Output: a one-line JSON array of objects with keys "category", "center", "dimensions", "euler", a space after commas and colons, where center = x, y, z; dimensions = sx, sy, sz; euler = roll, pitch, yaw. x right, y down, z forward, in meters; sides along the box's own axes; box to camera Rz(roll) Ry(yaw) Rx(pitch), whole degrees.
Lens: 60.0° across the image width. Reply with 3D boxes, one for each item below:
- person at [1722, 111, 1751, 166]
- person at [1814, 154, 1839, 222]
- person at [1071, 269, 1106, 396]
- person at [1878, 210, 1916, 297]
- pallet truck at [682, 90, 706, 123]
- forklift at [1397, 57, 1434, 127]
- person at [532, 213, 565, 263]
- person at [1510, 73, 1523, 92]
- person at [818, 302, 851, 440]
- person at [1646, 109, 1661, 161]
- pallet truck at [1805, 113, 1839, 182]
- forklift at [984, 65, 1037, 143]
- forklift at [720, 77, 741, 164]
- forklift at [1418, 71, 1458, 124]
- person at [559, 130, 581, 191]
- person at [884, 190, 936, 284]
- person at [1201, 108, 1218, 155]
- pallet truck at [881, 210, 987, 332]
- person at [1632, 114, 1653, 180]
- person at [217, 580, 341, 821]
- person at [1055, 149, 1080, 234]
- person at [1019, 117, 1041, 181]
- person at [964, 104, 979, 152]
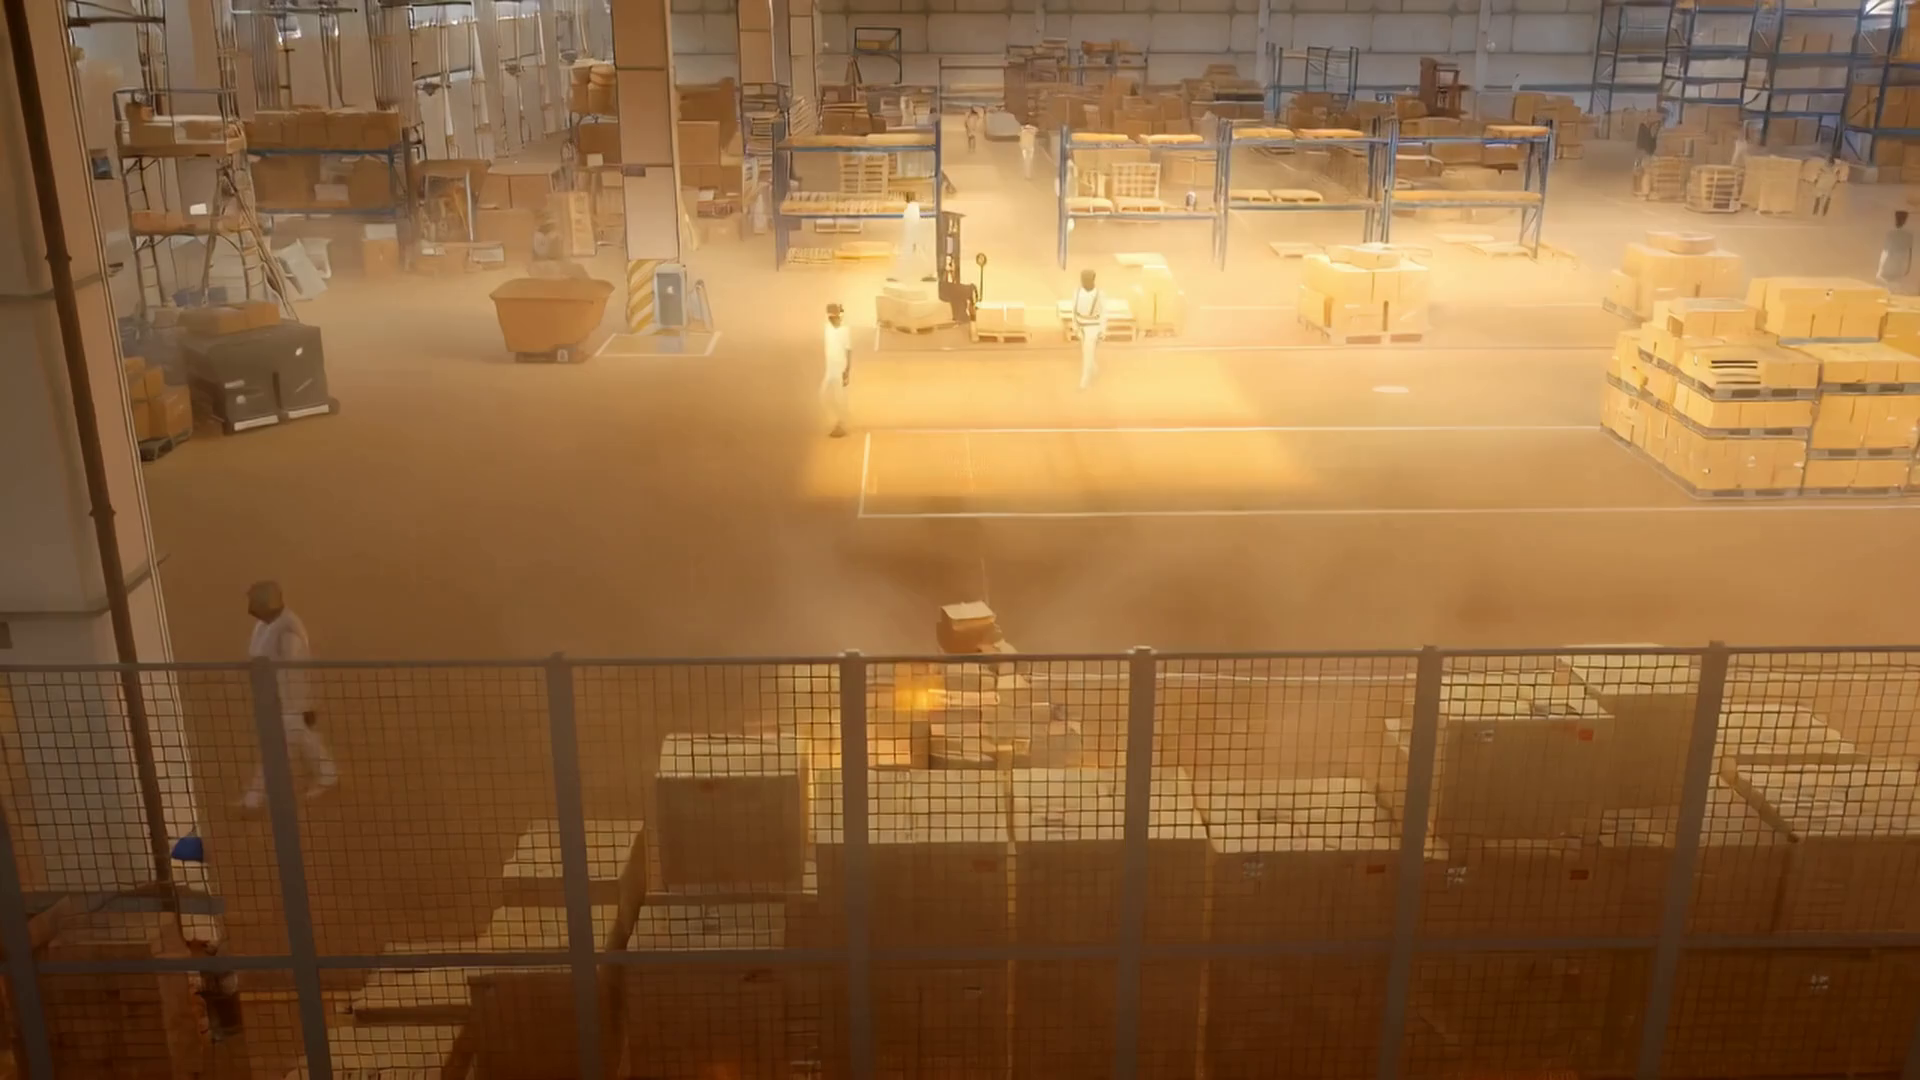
[{"category": "person", "center": [25.688, -13.201, 54.722], "dimensions": [0.976, 1.796, 0.627], "euler": [0, 19, -1]}, {"category": "person", "center": [22.073, -8.994, 42.419], "dimensions": [0.541, 1.676, 0.614], "euler": [9, 21, 25]}, {"category": "person", "center": [1.937, -3.131, 24.767], "dimensions": [0.584, 1.858, 0.899], "euler": [15, 24, 37]}, {"category": "person", "center": [16.954, -5.012, 30.179], "dimensions": [0.633, 1.942, 0.436], "euler": [-5, 19, -15]}, {"category": "pallet truck", "center": [-9.671, -15.907, 62.421], "dimensions": [0.823, 1.965, 1.885], "euler": [5, 19, 15]}, {"category": "forklift", "center": [19.193, -18.499, 68.751], "dimensions": [1.873, 2.768, 1.129], "euler": [-1, 19, -1]}, {"category": "person", "center": [-7.489, -4.935, 30.037], "dimensions": [0.591, 1.882, 0.885], "euler": [8, 20, 22]}, {"category": "person", "center": [24.833, -19.890, 74.331], "dimensions": [0.542, 1.938, 0.357], "euler": [8, 20, 23]}, {"category": "person", "center": [-1.666, -2.240, 22.093], "dimensions": [0.565, 1.855, 0.383], "euler": [17, 25, 42]}, {"category": "person", "center": [22.521, -13.050, 54.083], "dimensions": [0.391, 1.912, 0.589], "euler": [-4, 19, -12]}, {"category": "pallet truck", "center": [26.403, -11.957, 50.702], "dimensions": [0.823, 1.965, 1.885], "euler": [6, 19, 16]}, {"category": "forklift", "center": [1.948, -16.471, 62.733], "dimensions": [1.873, 2.768, 1.129], "euler": [-7, 20, -19]}, {"category": "forklift", "center": [-7.576, -13.878, 55.042], "dimensions": [1.873, 2.768, 1.129], "euler": [-1, 19, -1]}, {"category": "forklift", "center": [17.058, -15.224, 59.034], "dimensions": [1.129, 2.768, 1.873], "euler": [-1, 19, -2]}, {"category": "person", "center": [-10.790, -10.392, 46.193], "dimensions": [0.607, 1.913, 0.638], "euler": [-5, 19, -15]}, {"category": "person", "center": [-0.970, -6.089, 33.478], "dimensions": [1.034, 1.890, 0.648], "euler": [3, 19, 8]}, {"category": "person", "center": [8.044, -12.968, 53.816], "dimensions": [0.636, 1.944, 0.391], "euler": [-12, 22, -31]}, {"category": "pallet truck", "center": [-0.493, -4.759, 29.349], "dimensions": [1.885, 1.965, 0.823], "euler": [-13, 23, -34]}, {"category": "person", "center": [20.869, -11.987, 50.796], "dimensions": [0.377, 1.995, 0.608], "euler": [-3, 19, -8]}, {"category": "person", "center": [-5.031, 1.159, 12.099], "dimensions": [0.926, 1.795, 0.654], "euler": [-13, 23, -34]}, {"category": "person", "center": [2.538, -8.453, 40.240], "dimensions": [0.672, 2.000, 0.536], "euler": [-17, 25, -41]}, {"category": "person", "center": [2.158, -11.902, 50.667], "dimensions": [0.662, 1.910, 0.832], "euler": [-3, 19, -10]}, {"category": "person", "center": [0.416, -14.682, 59.270], "dimensions": [0.540, 1.682, 0.447], "euler": [0, 19, 1]}]
